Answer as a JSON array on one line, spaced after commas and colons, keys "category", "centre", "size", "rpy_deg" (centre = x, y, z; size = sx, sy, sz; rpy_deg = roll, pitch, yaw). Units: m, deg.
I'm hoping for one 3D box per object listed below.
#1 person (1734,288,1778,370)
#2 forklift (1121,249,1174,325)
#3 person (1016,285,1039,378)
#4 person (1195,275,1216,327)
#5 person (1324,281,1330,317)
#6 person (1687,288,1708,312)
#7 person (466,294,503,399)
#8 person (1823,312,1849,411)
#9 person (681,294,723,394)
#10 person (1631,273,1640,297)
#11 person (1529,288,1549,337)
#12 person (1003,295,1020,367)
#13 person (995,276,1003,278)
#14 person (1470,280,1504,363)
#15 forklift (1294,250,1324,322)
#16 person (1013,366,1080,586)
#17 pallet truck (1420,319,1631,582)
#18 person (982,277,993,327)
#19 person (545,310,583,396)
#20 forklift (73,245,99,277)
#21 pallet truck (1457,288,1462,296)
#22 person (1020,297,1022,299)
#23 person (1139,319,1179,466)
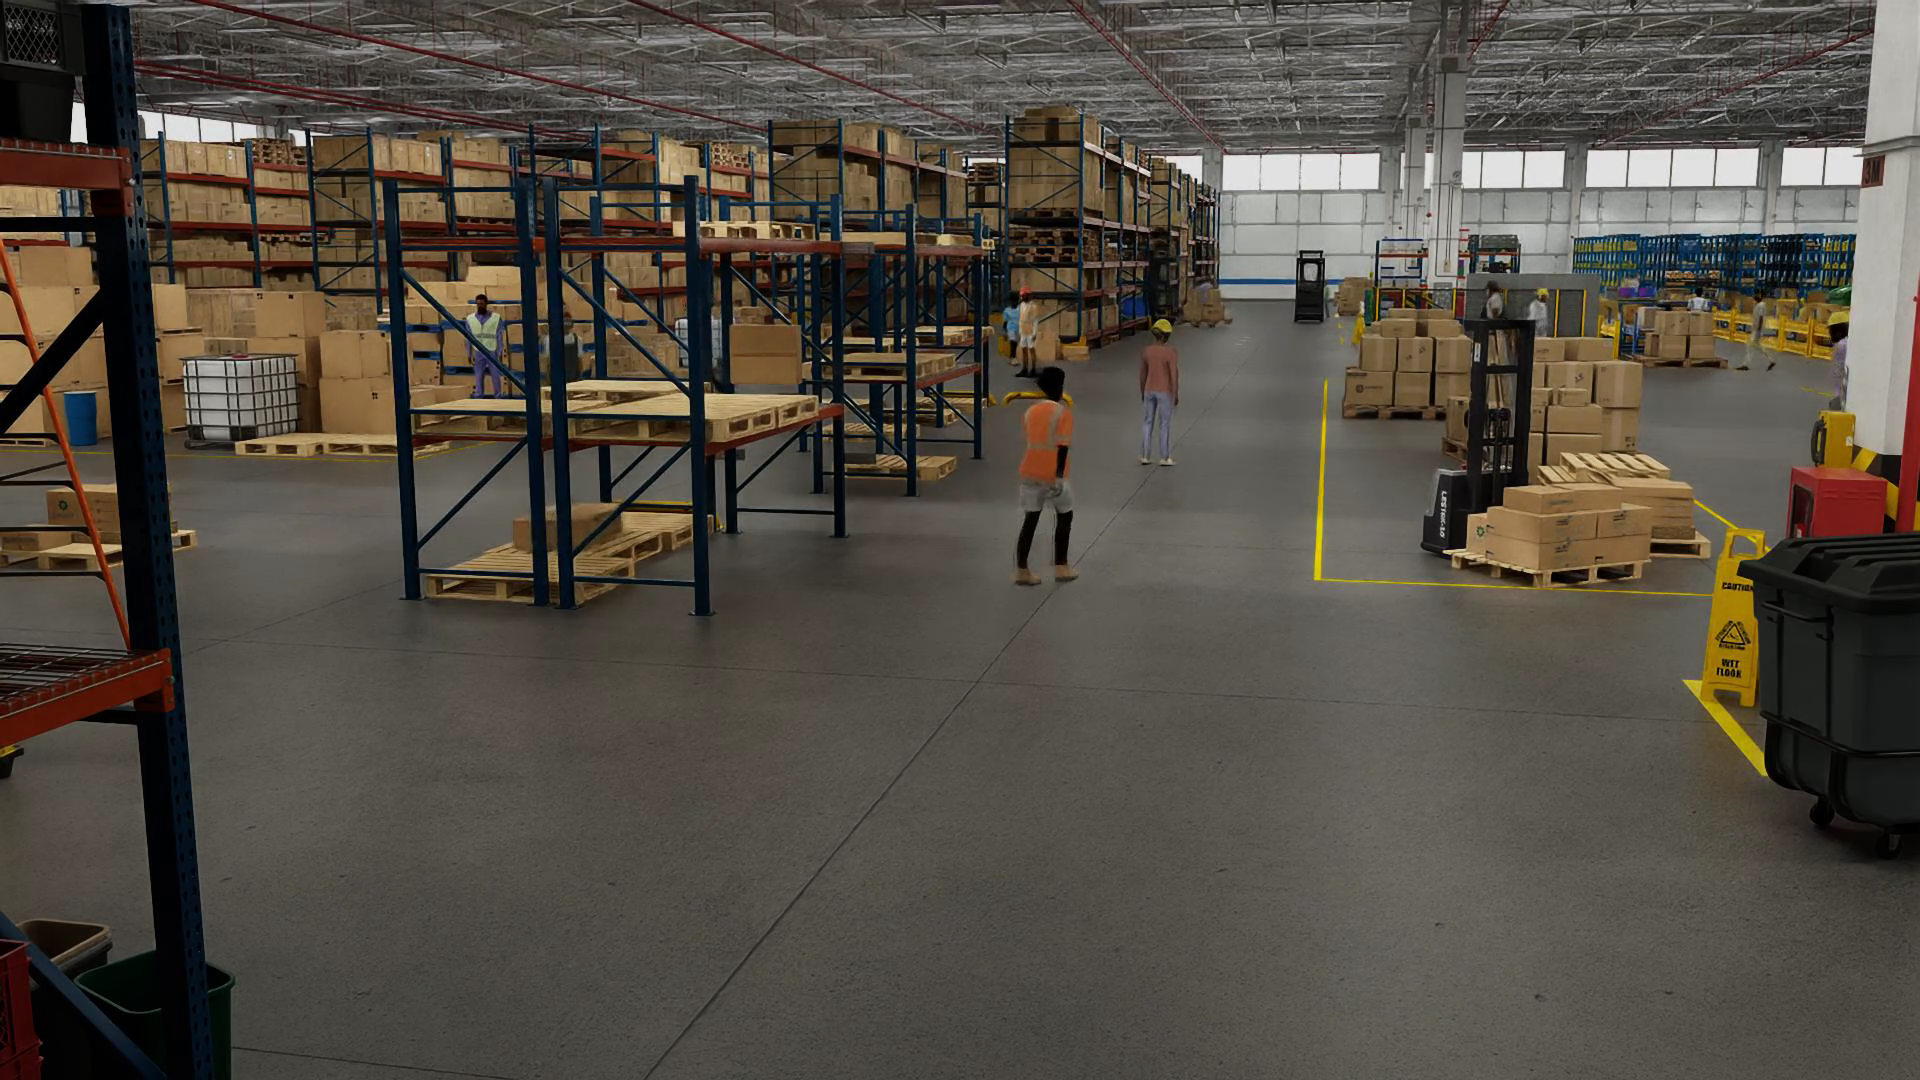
[{"category": "person", "centre": [17.786, -4.681, 37.000], "size": [0.771, 1.855, 0.553], "rpy_deg": [4, 10, 22]}, {"category": "forklift", "centre": [6.886, -9.263, 61.057], "size": [1.873, 2.768, 1.129], "rpy_deg": [2, 10, 12]}, {"category": "person", "centre": [1.396, -4.357, 34.798], "size": [0.373, 1.934, 0.551], "rpy_deg": [-7, 12, -37]}, {"category": "person", "centre": [8.902, -8.650, 60.348], "size": [0.890, 1.908, 0.643], "rpy_deg": [-7, 12, -35]}, {"category": "person", "centre": [15.479, -10.252, 70.674], "size": [0.523, 1.604, 0.539], "rpy_deg": [5, 11, 29]}, {"category": "person", "centre": [20.964, -6.336, 47.302], "size": [0.528, 1.667, 0.801], "rpy_deg": [2, 10, 14]}, {"category": "person", "centre": [-7.816, -3.091, 27.407], "size": [0.591, 1.906, 0.409], "rpy_deg": [0, 10, -2]}, {"category": "person", "centre": [10.106, -1.654, 18.974], "size": [0.638, 1.869, 0.618], "rpy_deg": [8, 12, 38]}, {"category": "person", "centre": [-4.407, -3.257, 28.372], "size": [0.584, 1.907, 0.664], "rpy_deg": [8, 12, 39]}, {"category": "person", "centre": [29.708, -10.826, 73.365], "size": [0.868, 1.859, 0.681], "rpy_deg": [6, 11, 31]}, {"category": "person", "centre": [13.475, -4.961, 38.741], "size": [0.626, 1.809, 0.430], "rpy_deg": [-9, 13, -44]}, {"category": "person", "centre": [1.264, -4.871, 38.681], "size": [0.535, 1.652, 0.857], "rpy_deg": [-4, 10, -23]}, {"category": "person", "centre": [2.171, -13.964, 91.772], "size": [0.556, 1.914, 0.786], "rpy_deg": [0, 10, -1]}, {"category": "person", "centre": [12.226, -5.041, 38.537], "size": [0.968, 2.000, 0.701], "rpy_deg": [5, 11, 28]}, {"category": "forklift", "centre": [13.778, -10.002, 65.433], "size": [1.129, 2.768, 1.873], "rpy_deg": [2, 10, 12]}, {"category": "person", "centre": [0.653, -0.484, 12.630], "size": [0.675, 1.656, 0.549], "rpy_deg": [-9, 13, -44]}, {"category": "pallet truck", "centre": [4.543, -0.757, 13.299], "size": [0.823, 1.965, 1.885], "rpy_deg": [-4, 10, -22]}, {"category": "person", "centre": [0.898, -8.515, 59.600], "size": [0.639, 1.880, 0.452], "rpy_deg": [-5, 11, -29]}, {"category": "person", "centre": [-5.208, -2.118, 21.899], "size": [0.515, 1.817, 0.903], "rpy_deg": [-5, 11, -25]}, {"category": "forklift", "centre": [-22.589, -6.286, 43.430], "size": [1.873, 2.768, 1.129], "rpy_deg": [2, 10, 12]}, {"category": "pallet truck", "centre": [20.506, -9.785, 68.819], "size": [0.653, 1.274, 1.630], "rpy_deg": [2, 10, 12]}, {"category": "person", "centre": [2.176, -7.468, 53.924], "size": [0.536, 1.697, 0.322], "rpy_deg": [-5, 11, -25]}, {"category": "person", "centre": [2.404, -1.767, 19.972], "size": [0.533, 1.765, 0.330], "rpy_deg": [8, 12, 39]}]
